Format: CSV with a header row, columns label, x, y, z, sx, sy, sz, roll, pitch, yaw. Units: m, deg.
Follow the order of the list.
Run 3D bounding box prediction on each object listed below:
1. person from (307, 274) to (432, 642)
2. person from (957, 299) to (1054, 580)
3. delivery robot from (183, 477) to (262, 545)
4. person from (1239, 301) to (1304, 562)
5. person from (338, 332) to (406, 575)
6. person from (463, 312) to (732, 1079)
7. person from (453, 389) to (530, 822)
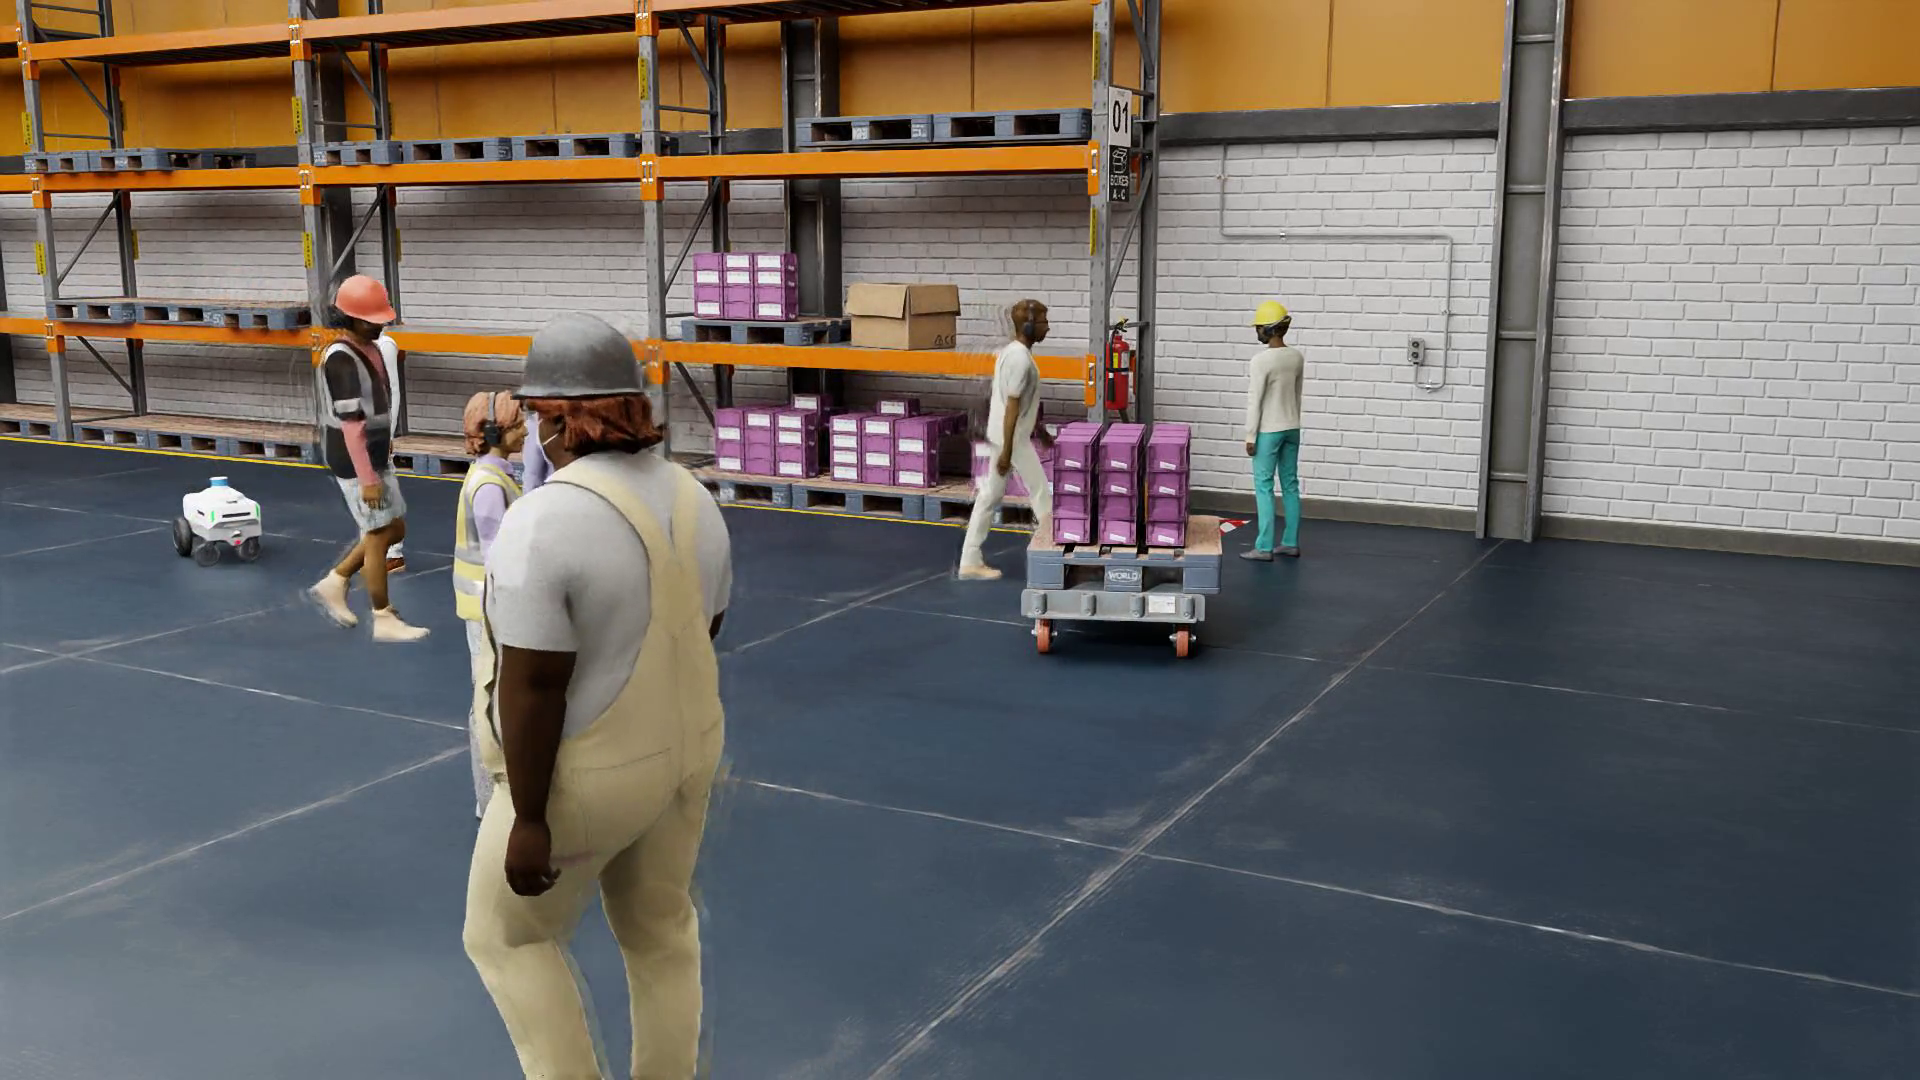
label,x,y,z,sx,sy,sz,roll,pitch,yaw
person,-3.209,-0.409,8.855,0.594,1.997,0.666,0,10,1
person,0.437,-0.618,10.536,0.976,1.790,0.524,-2,11,-12
delivery robot,-5.022,-0.186,11.312,0.477,0.478,0.707,-8,13,-38
person,2.110,-0.731,11.266,0.529,1.761,0.340,-8,13,-38
person,-3.842,-0.710,10.793,0.575,1.885,0.355,9,13,39
person,-0.819,0.495,3.760,0.538,2.000,0.719,6,12,30
person,-1.680,0.274,6.067,0.315,1.641,0.515,-3,11,-15
